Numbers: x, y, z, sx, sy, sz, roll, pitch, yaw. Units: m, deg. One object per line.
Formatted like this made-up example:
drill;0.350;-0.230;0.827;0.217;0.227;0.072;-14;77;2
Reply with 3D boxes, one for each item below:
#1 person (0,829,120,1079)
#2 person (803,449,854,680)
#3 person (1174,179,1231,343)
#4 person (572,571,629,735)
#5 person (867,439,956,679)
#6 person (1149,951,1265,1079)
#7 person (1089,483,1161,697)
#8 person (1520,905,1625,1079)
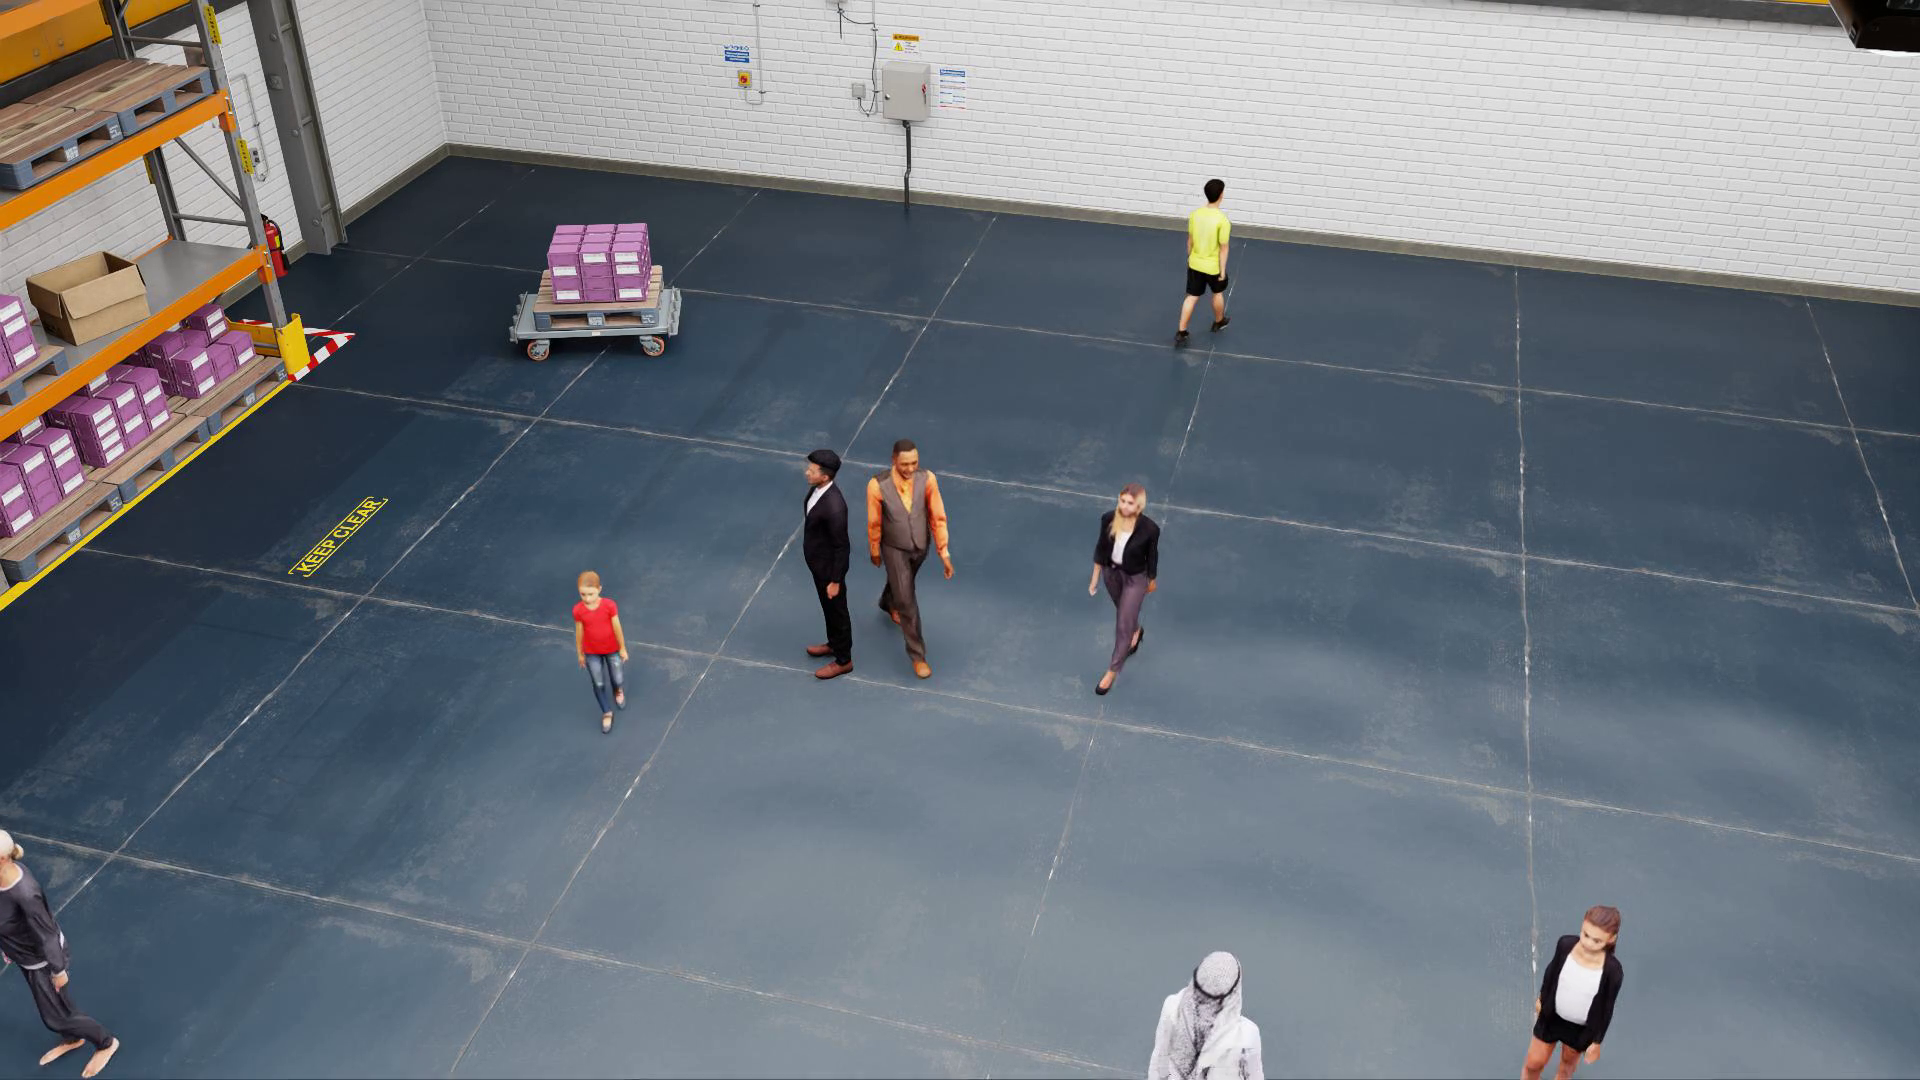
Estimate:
person;-4.997;2.207;9.077;0.742;1.729;0.757;28;43;35
person;-0.936;0.150;12.033;0.835;1.884;0.704;-10;35;-14
person;2.416;-2.736;16.565;0.878;1.673;1.111;22;39;29
person;-2.509;0.732;11.685;0.603;1.299;0.683;-4;34;-6
person;-0.441;0.012;12.267;1.213;1.855;1.373;-13;36;-19
person;1.153;2.770;8.066;0.811;1.912;0.891;21;39;28
person;1.238;0.270;12.084;0.797;1.627;1.108;19;38;26
person;3.290;2.476;8.842;0.754;1.542;0.892;25;41;32
